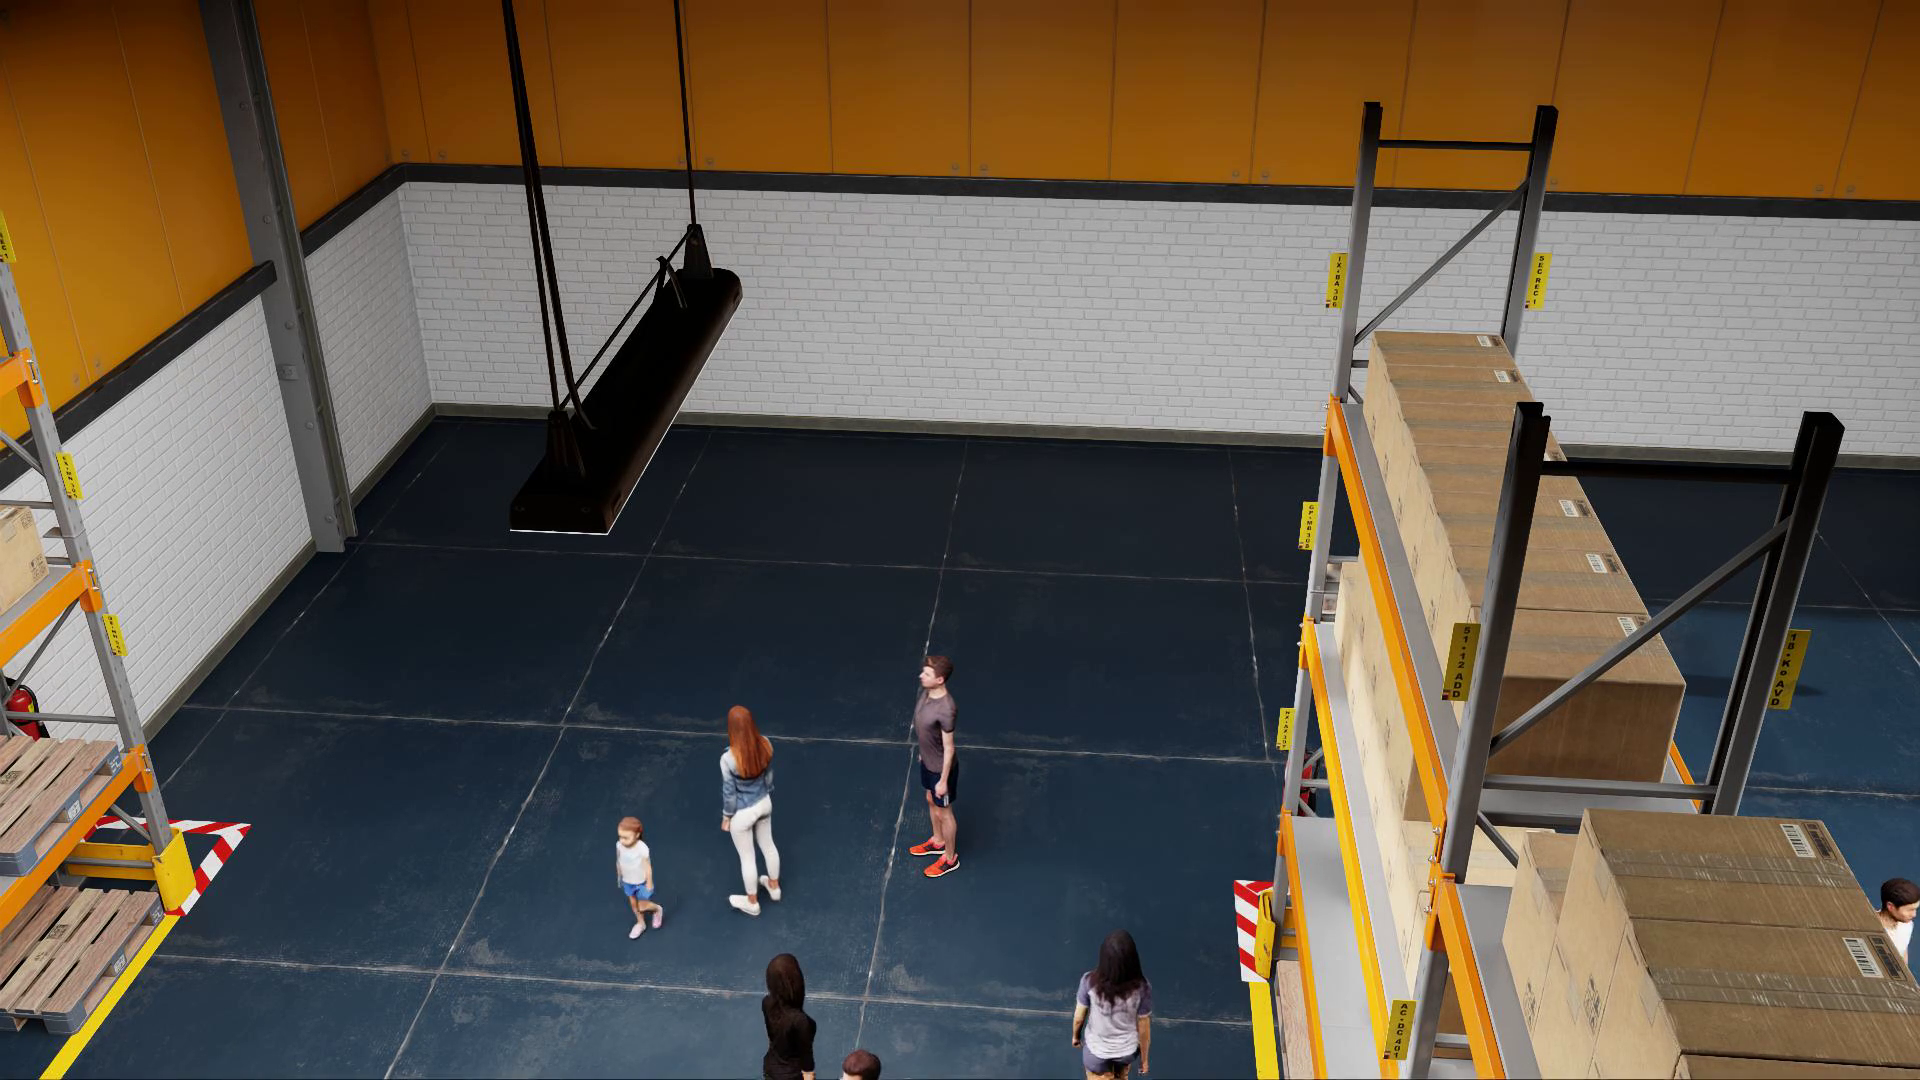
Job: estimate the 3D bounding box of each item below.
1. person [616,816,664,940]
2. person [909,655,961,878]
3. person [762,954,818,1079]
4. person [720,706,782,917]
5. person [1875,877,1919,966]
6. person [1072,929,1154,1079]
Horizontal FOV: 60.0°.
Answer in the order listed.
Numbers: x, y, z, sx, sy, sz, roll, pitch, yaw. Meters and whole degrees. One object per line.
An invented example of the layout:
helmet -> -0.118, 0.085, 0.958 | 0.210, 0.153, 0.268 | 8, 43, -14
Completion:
person -> -2.264, 2.355, 11.771 | 0.497, 1.015, 0.565 | 13, 31, 23
person -> -0.157, 1.634, 12.217 | 0.786, 1.853, 0.644 | -10, 30, -18
person -> -1.045, 3.157, 9.662 | 0.787, 1.627, 0.737 | -25, 37, -37
person -> -1.488, 1.923, 11.849 | 0.746, 1.700, 0.656 | 24, 37, 37
person -> 5.542, 2.743, 10.329 | 0.751, 1.714, 0.748 | -12, 31, -21
person -> 0.890, 3.064, 9.767 | 0.640, 1.689, 1.081 | 1, 29, 1
